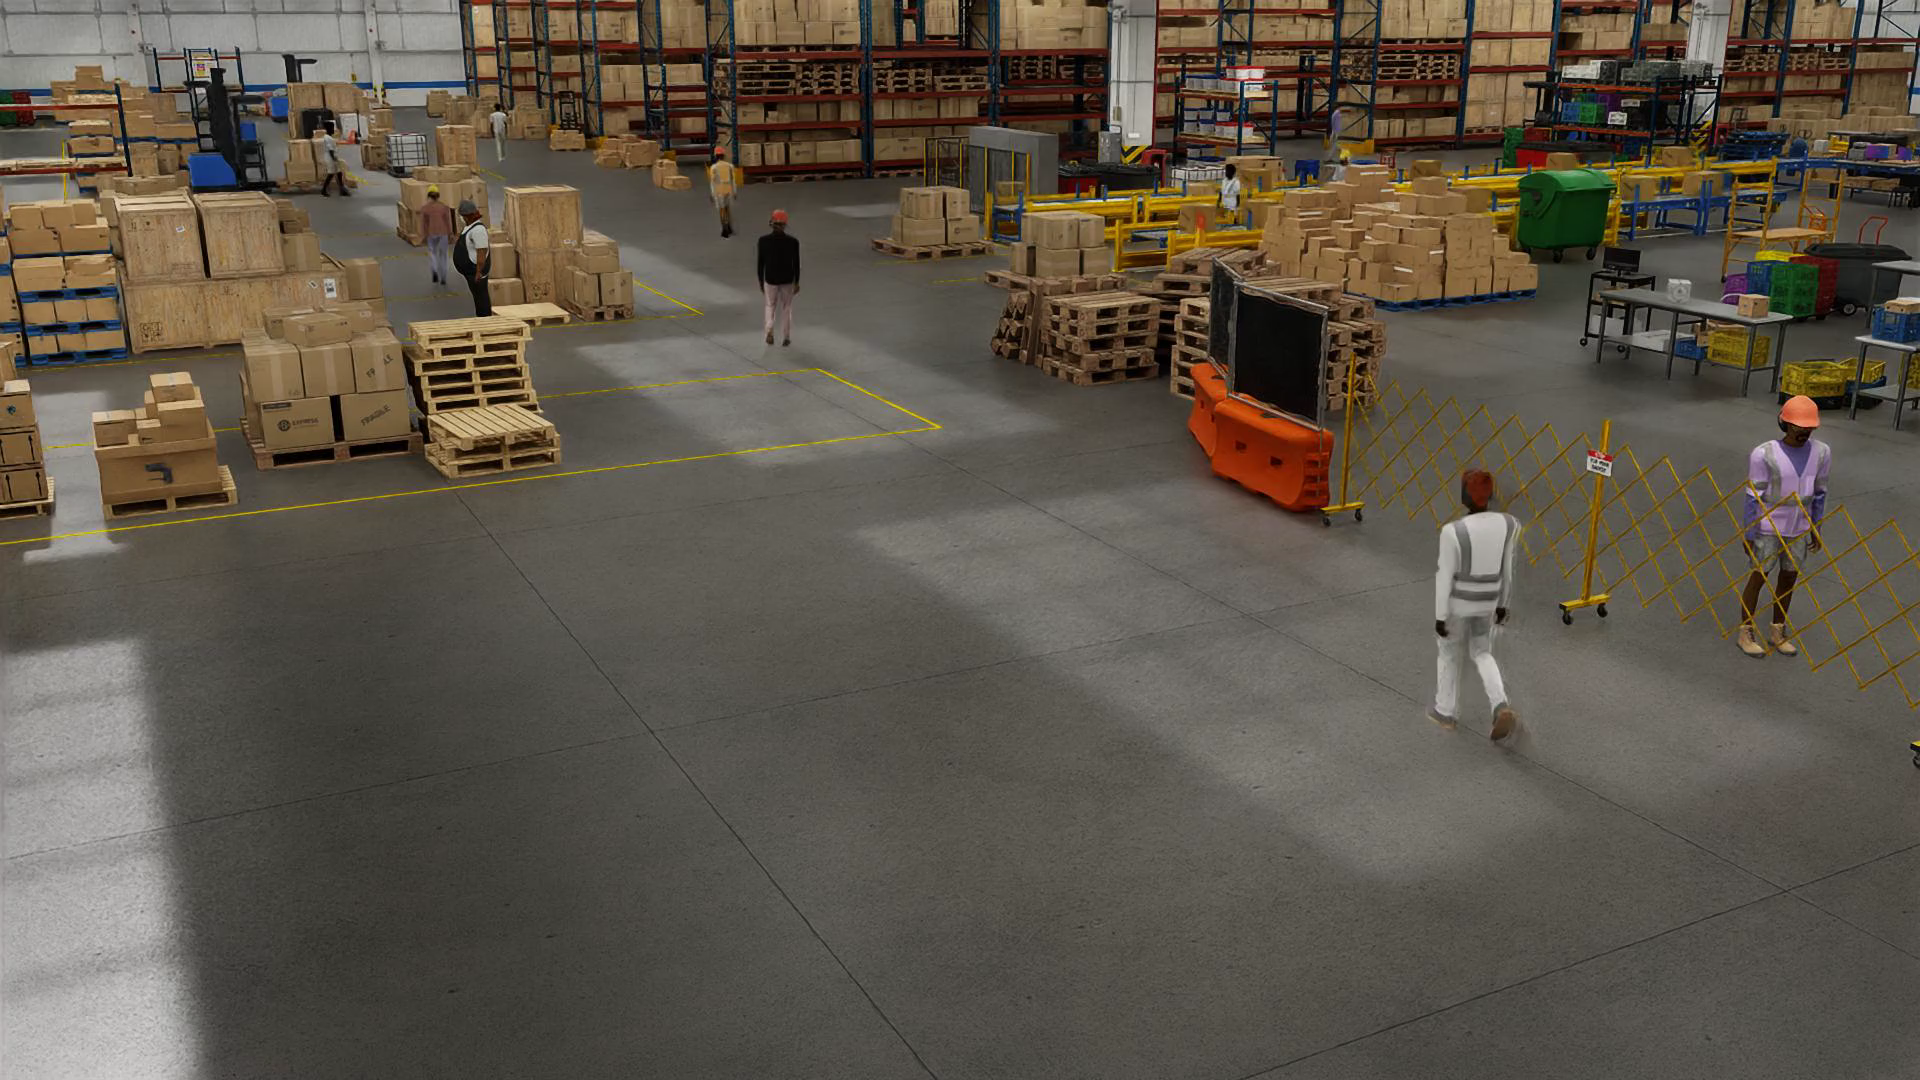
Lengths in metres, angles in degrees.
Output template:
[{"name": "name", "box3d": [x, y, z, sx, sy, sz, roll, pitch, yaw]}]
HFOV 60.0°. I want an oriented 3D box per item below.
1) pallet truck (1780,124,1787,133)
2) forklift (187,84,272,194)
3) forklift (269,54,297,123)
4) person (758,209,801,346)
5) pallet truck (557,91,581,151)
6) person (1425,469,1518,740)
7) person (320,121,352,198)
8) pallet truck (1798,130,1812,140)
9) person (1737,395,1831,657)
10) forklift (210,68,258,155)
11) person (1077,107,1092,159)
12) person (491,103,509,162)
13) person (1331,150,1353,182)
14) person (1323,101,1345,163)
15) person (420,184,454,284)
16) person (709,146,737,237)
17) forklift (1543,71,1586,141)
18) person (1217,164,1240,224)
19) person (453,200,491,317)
[{"name": "pallet truck", "box3d": [25.206, -12.542, 52.601, 1.601, 1.201, 0.680, 0, 18, -2]}, {"name": "forklift", "box3d": [-19.172, -10.427, 43.340, 1.873, 2.768, 1.129, -9, 20, -26]}, {"name": "forklift", "box3d": [-28.317, -19.150, 70.537, 1.873, 2.768, 1.129, -9, 20, -26]}, {"name": "person", "box3d": [-2.611, -3.767, 24.027, 0.616, 1.982, 0.516, 1, 18, 3]}, {"name": "pallet truck", "box3d": [-13.495, -14.412, 57.188, 0.823, 1.965, 1.885, -3, 18, -9]}, {"name": "person", "box3d": [3.435, 0.449, 11.076, 0.581, 1.863, 0.710, -5, 18, -15]}, {"name": "person", "box3d": [-16.267, -9.842, 43.044, 0.678, 1.962, 0.623, -4, 18, -14]}, {"name": "pallet truck", "box3d": [25.526, -11.556, 49.408, 1.630, 1.274, 0.653, -9, 20, -26]}, {"name": "person", "box3d": [6.186, -0.092, 12.496, 0.606, 2.038, 0.393, -1, 18, -4]}, {"name": "forklift", "box3d": [-24.373, -14.147, 54.938, 1.873, 2.768, 1.129, -9, 20, -26]}, {"name": "person", "box3d": [4.032, -13.162, 53.843, 0.860, 1.644, 0.551, -10, 20, -28]}, {"name": "person", "box3d": [-14.735, -13.040, 53.208, 0.536, 1.824, 1.006, -4, 18, -14]}, {"name": "person", "box3d": [8.369, -7.649, 36.452, 0.933, 1.785, 0.587, -8, 20, -24]}, {"name": "person", "box3d": [11.943, -12.891, 52.586, 0.725, 1.913, 0.662, 2, 18, 7]}, {"name": "person", "box3d": [-9.291, -5.441, 29.610, 0.538, 1.746, 0.451, -4, 18, -12]}, {"name": "person", "box3d": [-5.099, -7.454, 35.621, 0.565, 1.915, 0.509, -9, 20, -27]}, {"name": "forklift", "box3d": [18.685, -13.231, 52.085, 1.873, 2.768, 1.129, -9, 20, -26]}, {"name": "person", "box3d": [5.588, -6.966, 34.533, 0.883, 1.649, 0.545, -8, 19, -23]}, {"name": "person", "box3d": [-7.297, -4.073, 24.885, 0.535, 2.000, 0.673, -8, 19, -23]}]
